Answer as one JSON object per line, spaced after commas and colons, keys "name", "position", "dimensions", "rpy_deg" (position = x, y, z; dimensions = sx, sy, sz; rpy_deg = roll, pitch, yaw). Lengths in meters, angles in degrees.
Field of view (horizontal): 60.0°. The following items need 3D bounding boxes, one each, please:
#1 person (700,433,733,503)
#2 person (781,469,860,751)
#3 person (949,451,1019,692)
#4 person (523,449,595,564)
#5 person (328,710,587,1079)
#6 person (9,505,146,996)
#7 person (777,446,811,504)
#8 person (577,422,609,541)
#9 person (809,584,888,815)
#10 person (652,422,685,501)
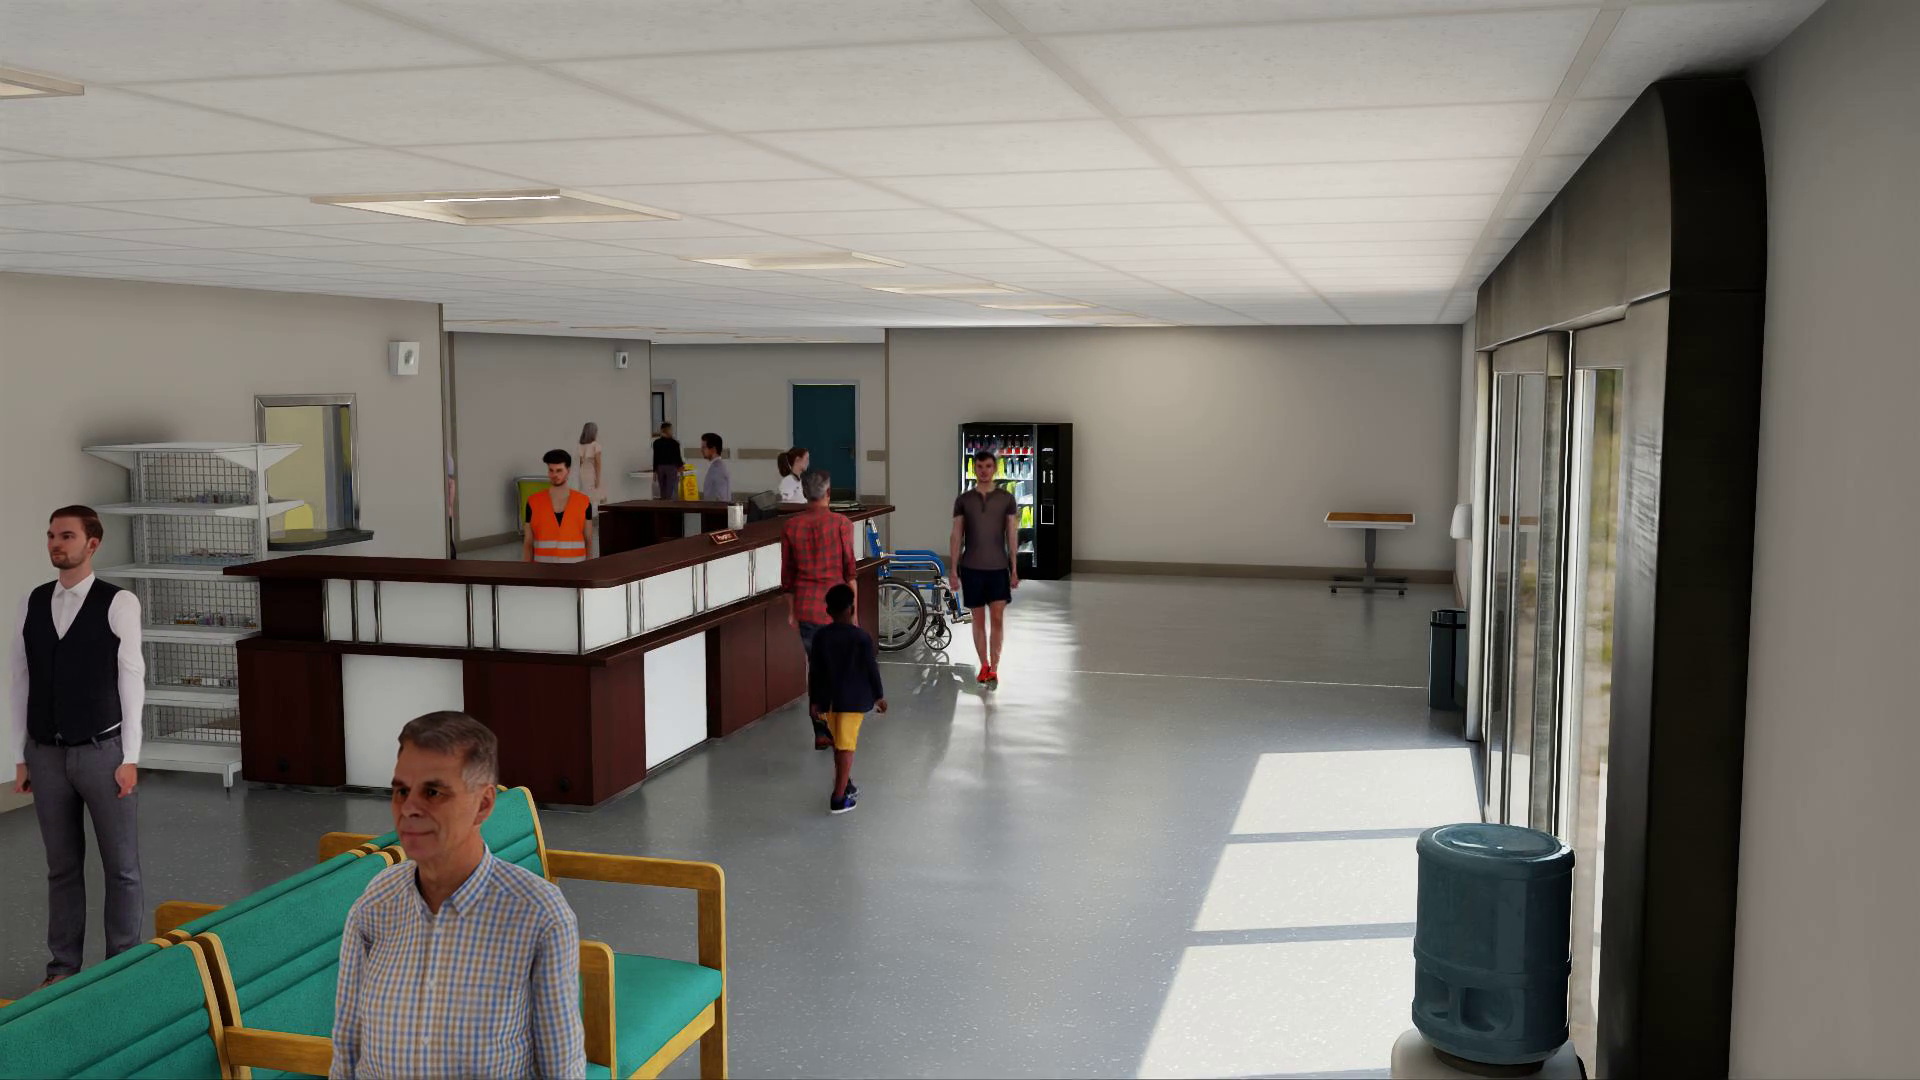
{"name": "person", "position": [-2.318, -0.142, 16.591], "dimensions": [0.845, 1.828, 0.832], "rpy_deg": [0, 6, -3]}
{"name": "person", "position": [-0.913, 0.465, 10.622], "dimensions": [0.680, 1.814, 0.761], "rpy_deg": [2, 6, 23]}
{"name": "person", "position": [0.203, 0.241, 12.849], "dimensions": [1.094, 1.815, 0.864], "rpy_deg": [0, 6, 4]}
{"name": "person", "position": [-2.976, 0.261, 12.331], "dimensions": [0.742, 1.879, 0.848], "rpy_deg": [-2, 6, -15]}
{"name": "person", "position": [-0.949, 1.213, 3.166], "dimensions": [0.550, 1.820, 0.739], "rpy_deg": [1, 6, 7]}
{"name": "person", "position": [-3.416, 0.820, 6.479], "dimensions": [0.603, 1.938, 0.772], "rpy_deg": [0, 6, 0]}
{"name": "person", "position": [-1.662, -0.003, 15.729], "dimensions": [0.727, 1.724, 0.635], "rpy_deg": [1, 6, 5]}
{"name": "person", "position": [-5.376, -0.824, 23.925], "dimensions": [0.711, 1.717, 0.701], "rpy_deg": [2, 6, 21]}
{"name": "person", "position": [-0.677, 0.890, 9.211], "dimensions": [0.625, 1.251, 0.646], "rpy_deg": [3, 6, 26]}
{"name": "person", "position": [-4.592, -0.976, 25.802], "dimensions": [0.883, 1.643, 0.688], "rpy_deg": [2, 6, 18]}
